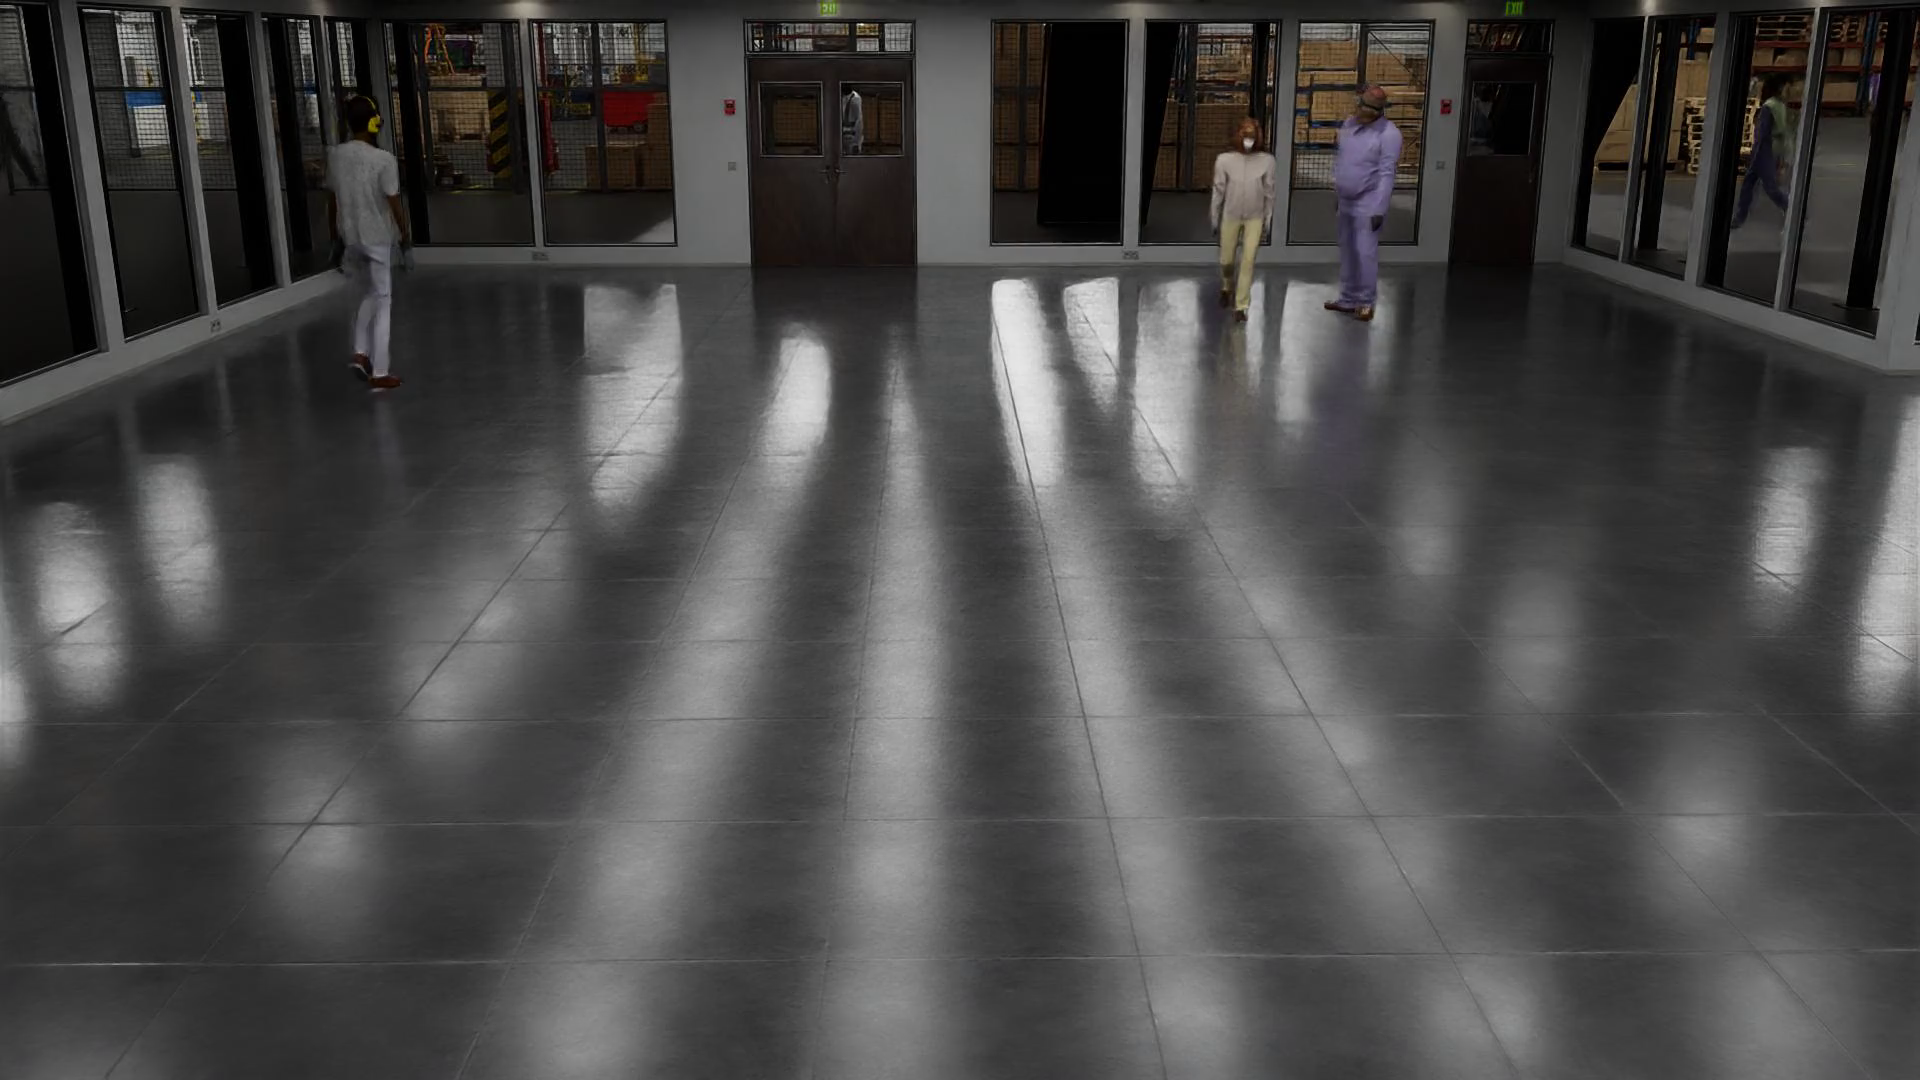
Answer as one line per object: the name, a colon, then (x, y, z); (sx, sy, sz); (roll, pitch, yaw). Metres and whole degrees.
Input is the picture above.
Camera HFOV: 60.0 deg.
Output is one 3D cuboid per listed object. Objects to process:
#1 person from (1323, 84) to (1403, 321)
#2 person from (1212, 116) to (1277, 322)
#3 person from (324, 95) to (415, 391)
person: (3.193, -2.725, 13.450); (0.429, 1.870, 0.807); (-8, 18, -26)
person: (2.278, -2.585, 13.402); (0.498, 1.617, 0.479); (2, 16, 6)
person: (-3.747, -1.874, 10.581); (0.552, 1.851, 0.421); (5, 17, 15)
